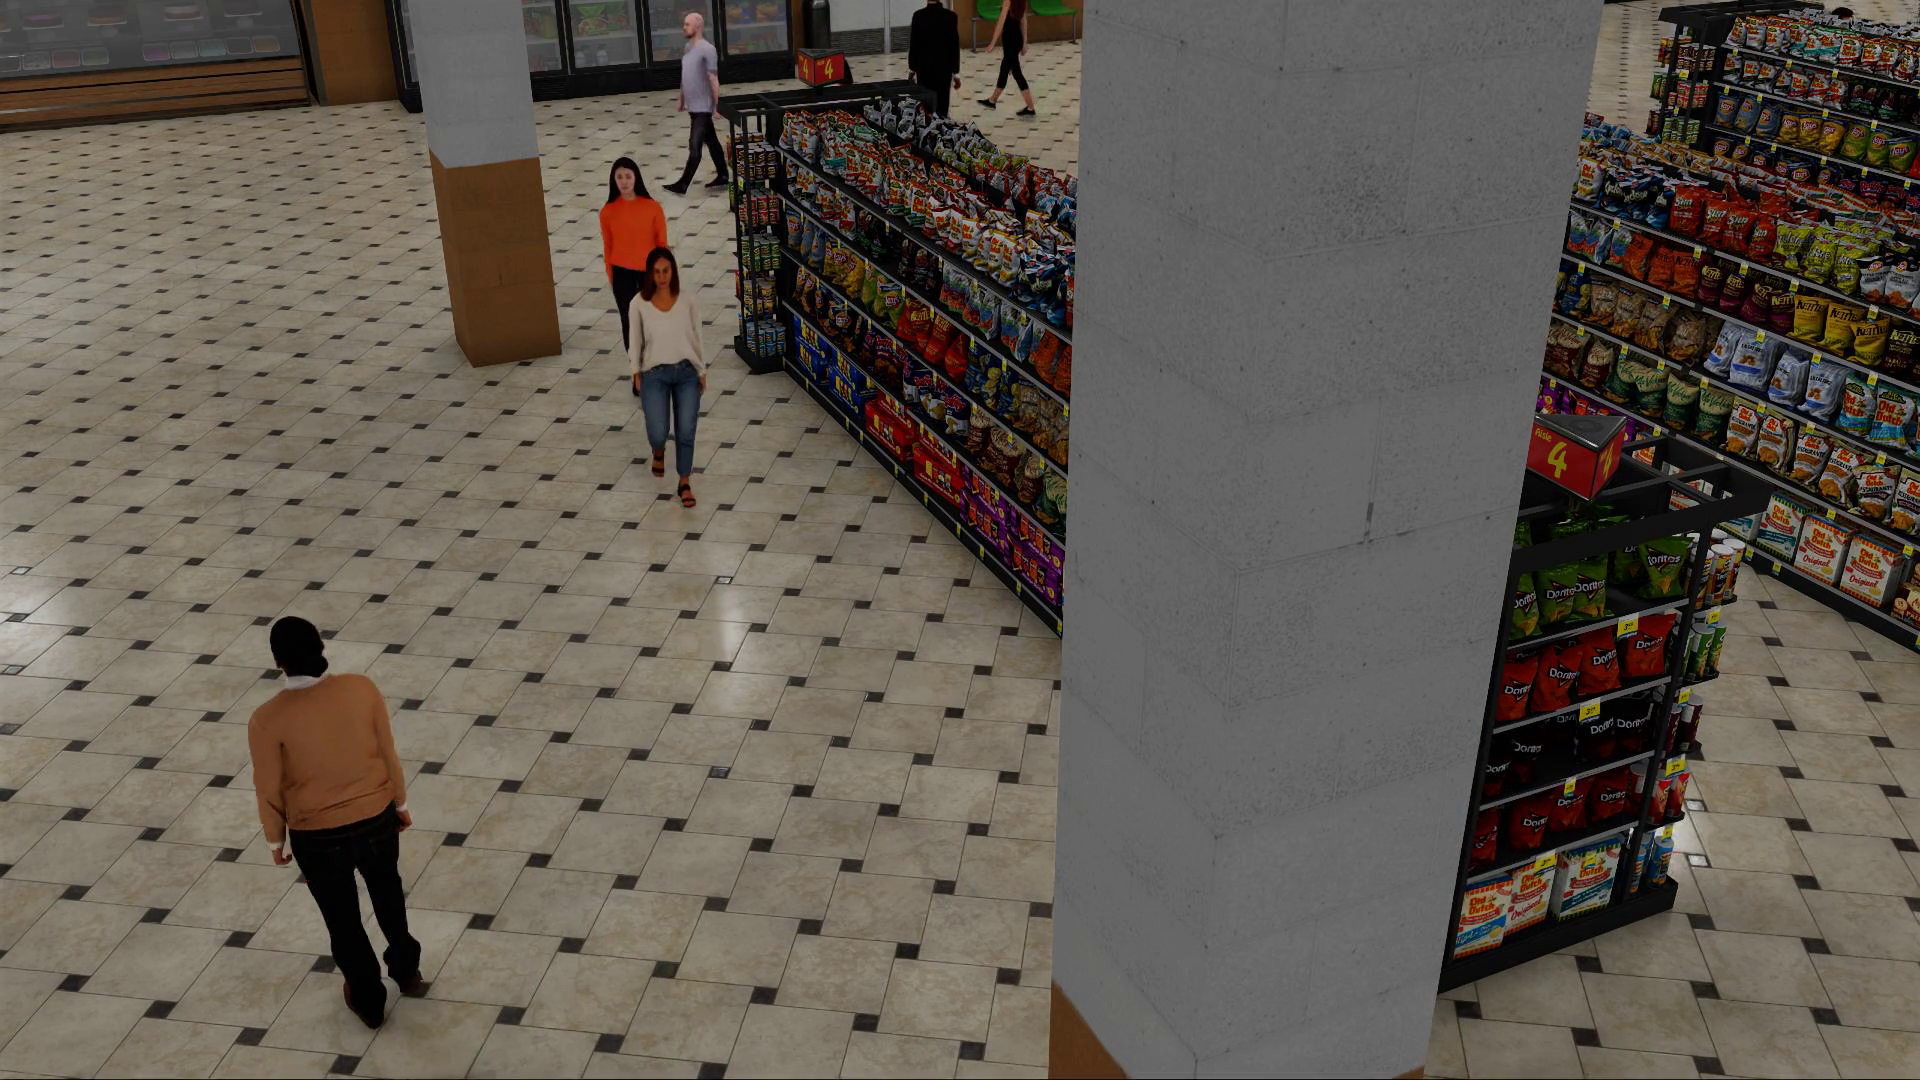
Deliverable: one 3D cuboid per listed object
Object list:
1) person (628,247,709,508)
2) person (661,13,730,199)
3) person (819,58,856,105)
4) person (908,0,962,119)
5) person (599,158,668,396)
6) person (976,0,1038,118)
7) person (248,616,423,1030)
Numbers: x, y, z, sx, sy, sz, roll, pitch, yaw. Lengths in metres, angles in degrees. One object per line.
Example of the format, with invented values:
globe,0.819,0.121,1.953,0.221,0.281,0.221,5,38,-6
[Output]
person,-1.830,-1.054,10.471,0.670,1.671,0.755,-9,28,-17
person,-2.563,-4.437,16.999,0.854,1.799,1.086,-18,32,-31
person,-1.138,-3.852,15.972,0.847,1.684,0.756,5,27,9
person,-0.282,-5.103,18.258,1.026,1.848,1.353,-2,27,-4
person,-2.366,-1.948,12.165,0.797,1.733,0.953,-2,27,-4
person,0.702,-5.924,20.066,1.170,1.678,0.986,15,31,27
person,-2.256,1.095,6.154,0.730,1.741,0.711,-20,33,-34
